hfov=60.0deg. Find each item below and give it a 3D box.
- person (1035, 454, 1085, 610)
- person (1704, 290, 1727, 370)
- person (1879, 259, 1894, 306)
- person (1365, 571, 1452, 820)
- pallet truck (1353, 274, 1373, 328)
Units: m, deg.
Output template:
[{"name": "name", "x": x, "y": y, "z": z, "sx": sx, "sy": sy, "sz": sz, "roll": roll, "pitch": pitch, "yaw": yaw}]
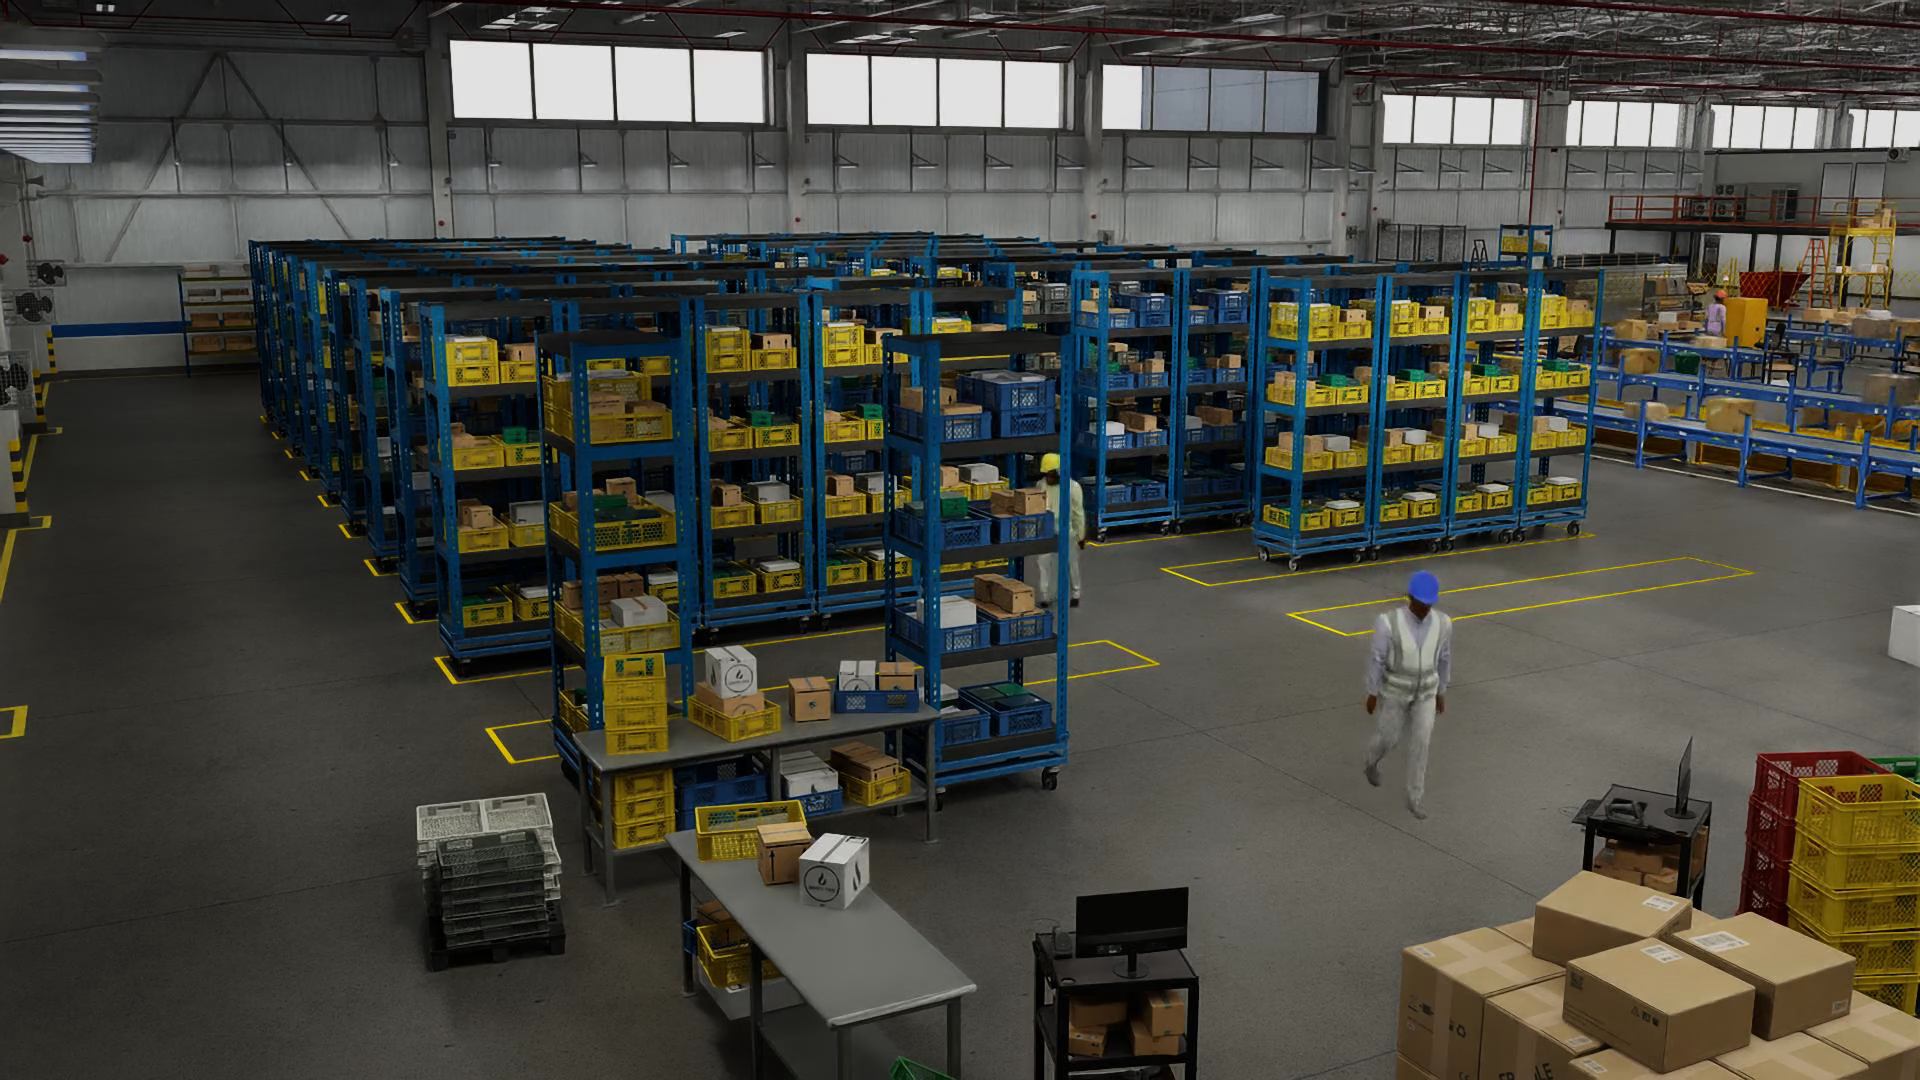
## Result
[{"name": "person", "x": 1.067, "y": -0.075, "z": 18.464, "sx": 0.667, "sy": 1.775, "sz": 0.838, "roll": 7, "pitch": 14, "yaw": 28}, {"name": "person", "x": 19.438, "y": -5.402, "z": 42.752, "sx": 0.395, "sy": 2.038, "sz": 0.615, "roll": -5, "pitch": 13, "yaw": -22}, {"name": "person", "x": 36.167, "y": -10.026, "z": 64.843, "sx": 0.506, "sy": 1.846, "sz": 0.351, "roll": -8, "pitch": 14, "yaw": -33}, {"name": "person", "x": 3.360, "y": 1.114, "z": 12.600, "sx": 0.626, "sy": 1.916, "sz": 0.753, "roll": -2, "pitch": 12, "yaw": -7}, {"name": "pallet truck", "x": 13.011, "y": -8.050, "z": 55.243, "sx": 0.823, "sy": 1.965, "sz": 1.885, "roll": -7, "pitch": 14, "yaw": -28}]
